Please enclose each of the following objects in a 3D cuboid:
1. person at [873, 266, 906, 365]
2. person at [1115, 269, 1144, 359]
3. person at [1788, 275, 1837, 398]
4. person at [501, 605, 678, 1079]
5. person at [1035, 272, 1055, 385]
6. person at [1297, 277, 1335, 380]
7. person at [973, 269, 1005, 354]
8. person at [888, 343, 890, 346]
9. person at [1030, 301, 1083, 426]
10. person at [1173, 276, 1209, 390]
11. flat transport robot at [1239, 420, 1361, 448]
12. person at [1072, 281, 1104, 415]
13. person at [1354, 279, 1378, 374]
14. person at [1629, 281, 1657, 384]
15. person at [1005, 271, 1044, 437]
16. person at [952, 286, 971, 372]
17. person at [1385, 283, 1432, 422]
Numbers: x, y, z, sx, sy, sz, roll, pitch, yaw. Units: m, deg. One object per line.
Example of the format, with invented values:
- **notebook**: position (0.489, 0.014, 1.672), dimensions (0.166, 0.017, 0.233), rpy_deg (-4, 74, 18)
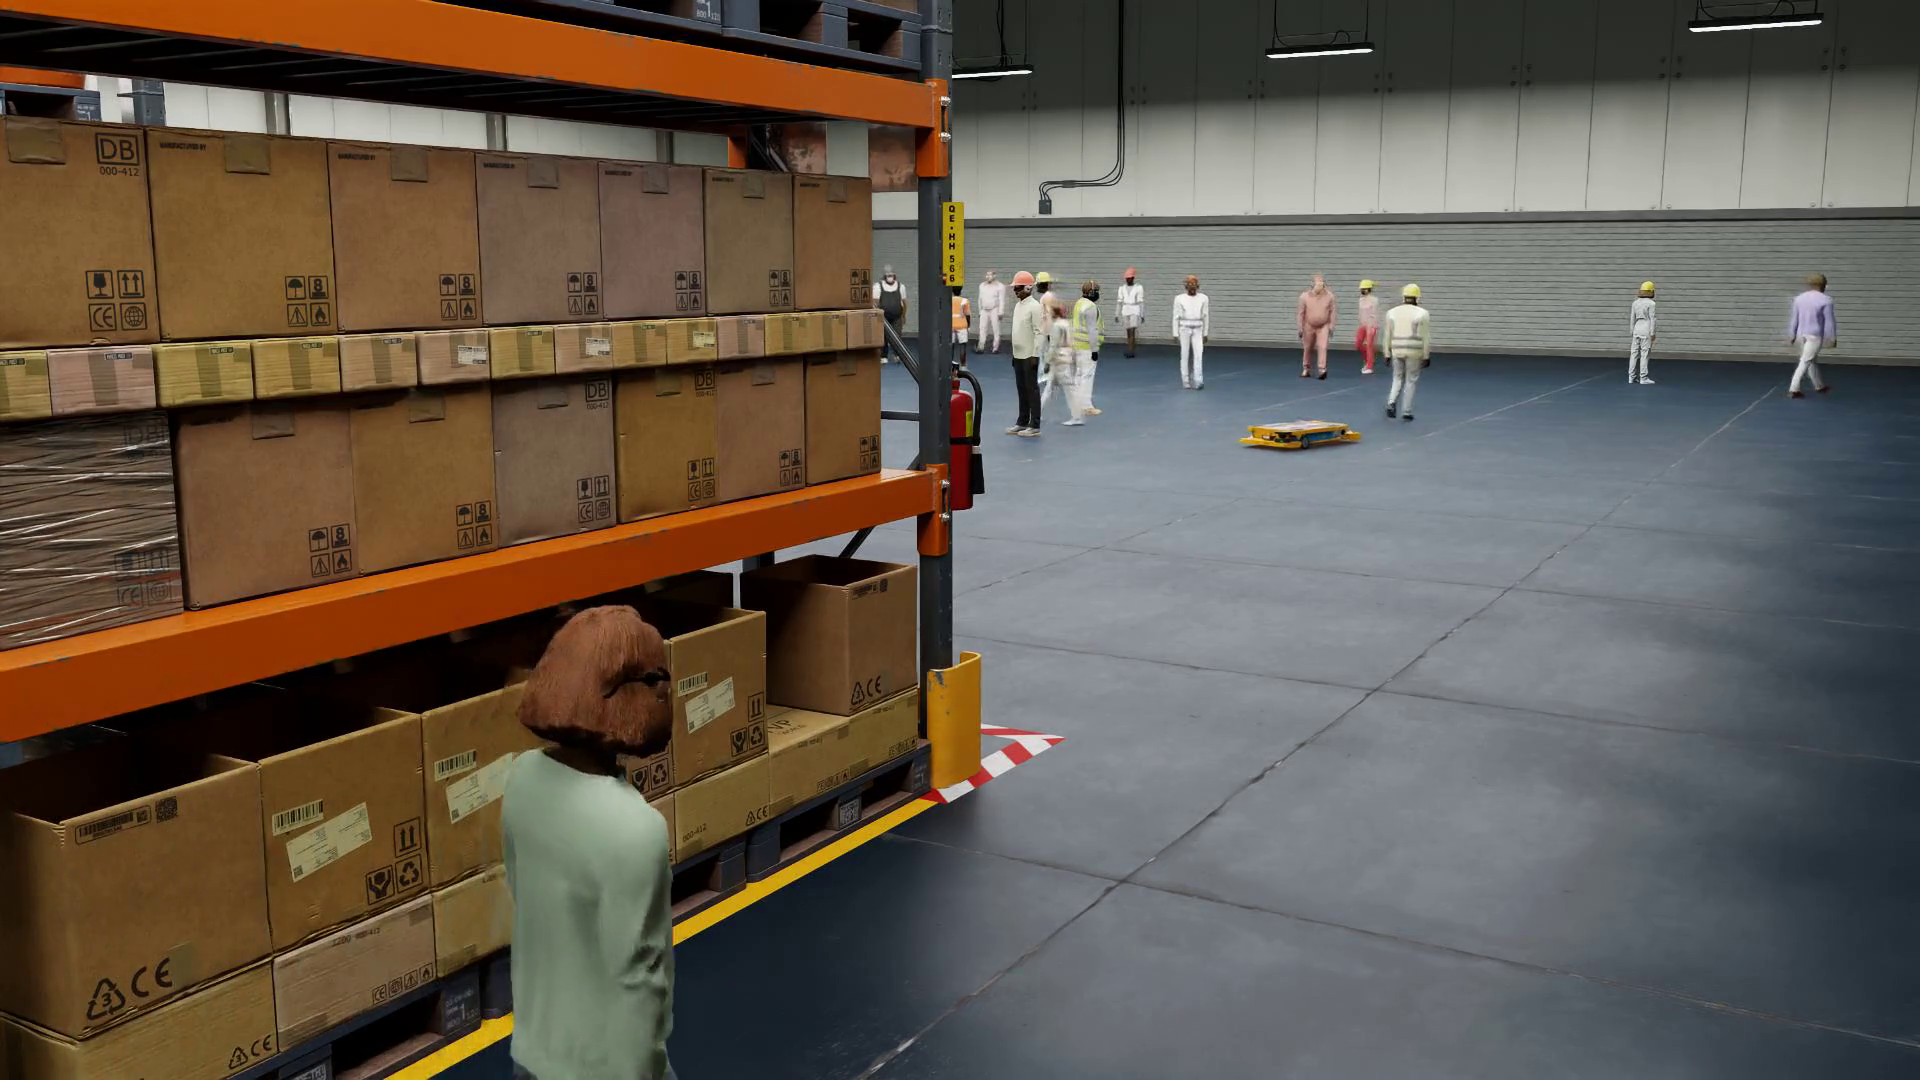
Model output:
- **person**: position (-1.406, -4.537, 33.403), dimensions (0.691, 2.000, 1.022), rpy_deg (-1, 10, -8)
- **person**: position (3.577, -4.806, 35.401), dimensions (0.574, 1.888, 0.959), rpy_deg (5, 11, 26)
- **person**: position (13.152, -3.116, 25.527), dimensions (1.025, 1.881, 0.658), rpy_deg (-4, 10, -21)
- **person**: position (-0.685, 0.906, 2.841), dimensions (0.769, 1.602, 0.503), rpy_deg (-8, 13, -41)
- **person**: position (1.368, -3.549, 28.000), dimensions (0.586, 1.903, 0.602), rpy_deg (1, 10, 4)
- **person**: position (6.319, -3.753, 29.528), dimensions (0.658, 1.796, 1.142), rpy_deg (1, 10, 8)
- **person**: position (0.623, -5.016, 36.681), dimensions (0.679, 1.868, 0.904), rpy_deg (5, 11, 27)
- **person**: position (-1.705, -5.550, 40.417), dimensions (0.401, 1.659, 0.553), rpy_deg (5, 11, 25)
- **person**: position (1.205, -2.264, 21.371), dimensions (0.845, 1.588, 0.543), rpy_deg (2, 10, 13)
- **person**: position (3.776, -3.361, 27.095), dimensions (0.601, 1.838, 0.939), rpy_deg (0, 10, -2)
- **flat transport robot**: position (3.936, -1.229, 19.211), dimensions (1.431, 0.197, 0.652), rpy_deg (-8, 13, -41)
- **person**: position (1.771, -2.643, 22.933), dimensions (0.430, 1.835, 0.630), rpy_deg (-2, 10, -13)
- **person**: position (7.519, -3.938, 30.768), dimensions (0.381, 1.752, 0.521), rpy_deg (-5, 11, -26)
- **person**: position (11.724, -3.551, 28.497), dimensions (0.317, 1.742, 0.492), rpy_deg (-5, 11, -26)
- **person**: position (0.783, -2.250, 20.145), dimensions (0.394, 1.992, 0.622), rpy_deg (-4, 11, -24)
- **person**: position (-0.053, -3.952, 30.983), dimensions (0.540, 1.696, 0.317), rpy_deg (3, 10, 16)
- **person**: position (5.899, -2.459, 21.883), dimensions (0.607, 1.816, 0.426), rpy_deg (9, 13, 41)
